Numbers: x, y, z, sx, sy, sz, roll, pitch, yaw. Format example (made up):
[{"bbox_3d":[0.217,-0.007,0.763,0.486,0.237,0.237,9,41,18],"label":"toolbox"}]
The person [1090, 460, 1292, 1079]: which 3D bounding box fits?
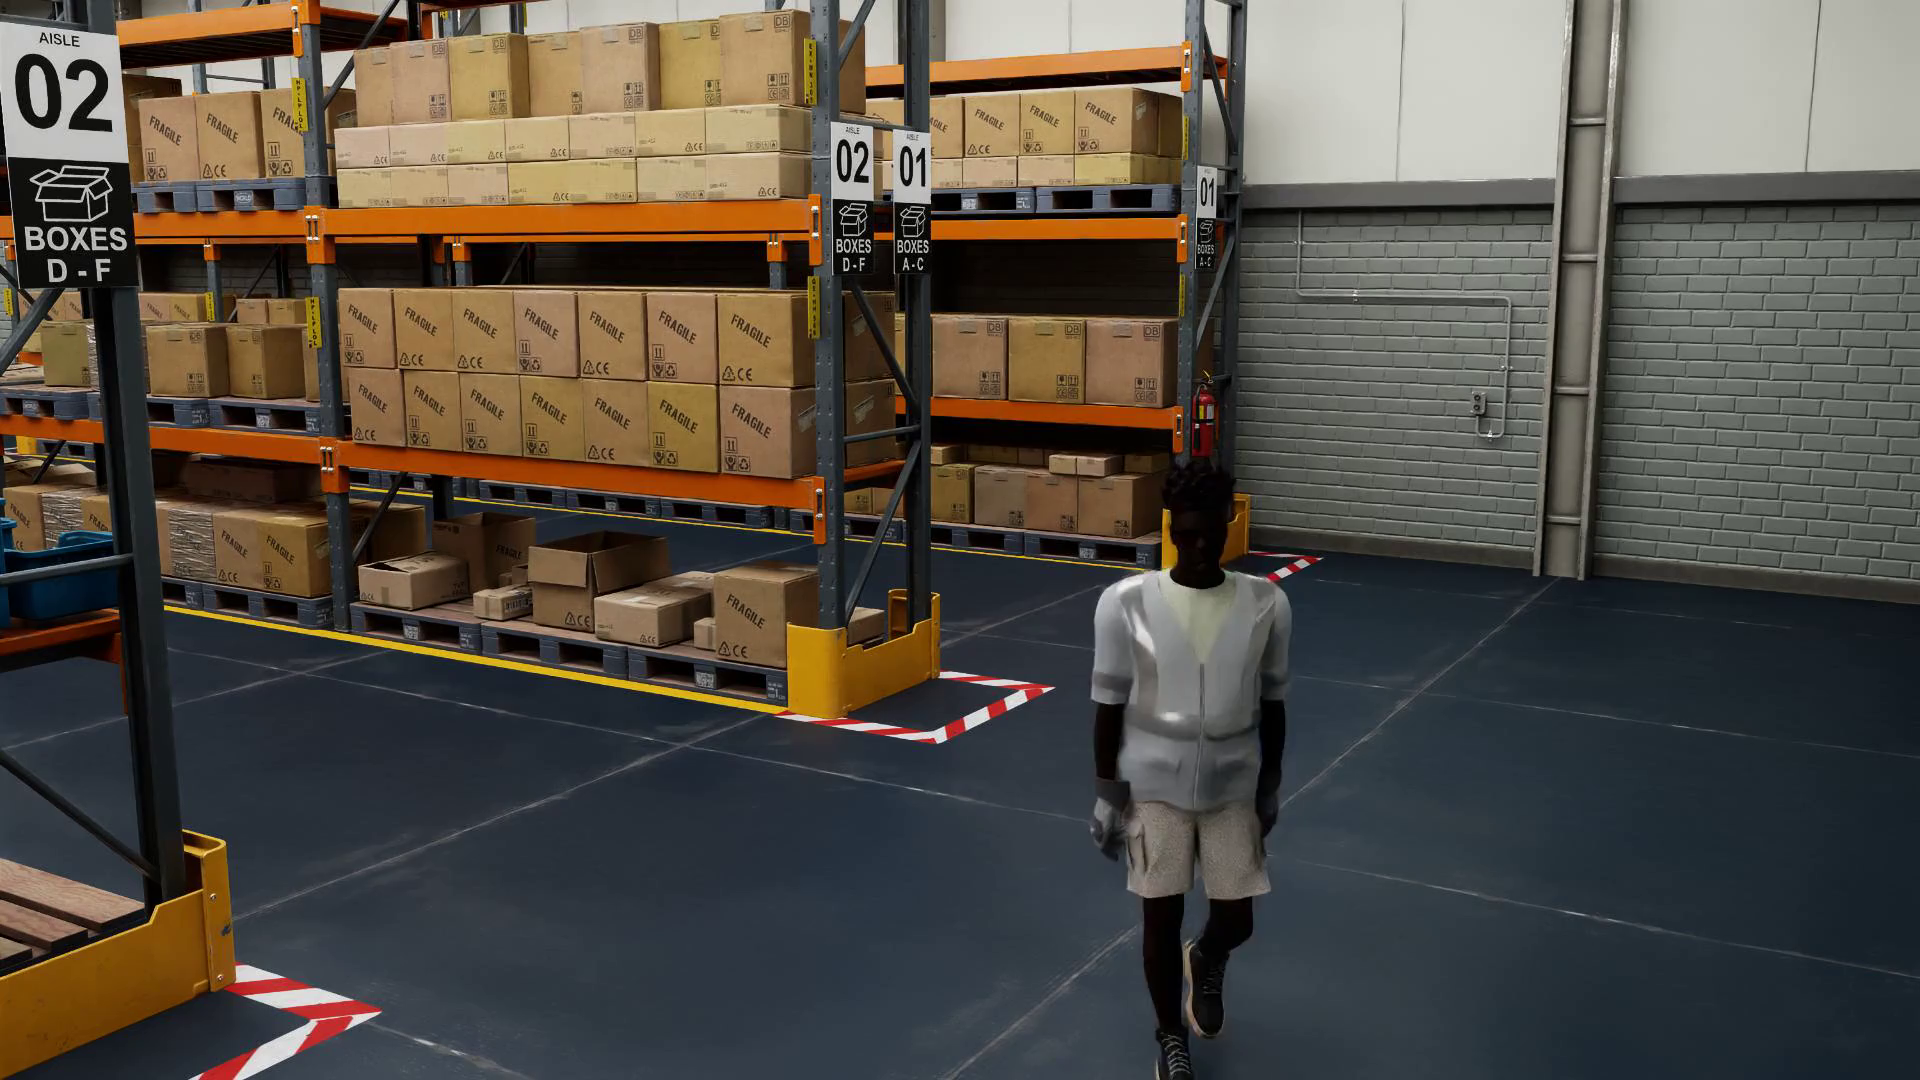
[{"bbox_3d":[0.684,0.715,5.020,0.613,1.949,0.521,0,10,-1],"label":"person"}]
